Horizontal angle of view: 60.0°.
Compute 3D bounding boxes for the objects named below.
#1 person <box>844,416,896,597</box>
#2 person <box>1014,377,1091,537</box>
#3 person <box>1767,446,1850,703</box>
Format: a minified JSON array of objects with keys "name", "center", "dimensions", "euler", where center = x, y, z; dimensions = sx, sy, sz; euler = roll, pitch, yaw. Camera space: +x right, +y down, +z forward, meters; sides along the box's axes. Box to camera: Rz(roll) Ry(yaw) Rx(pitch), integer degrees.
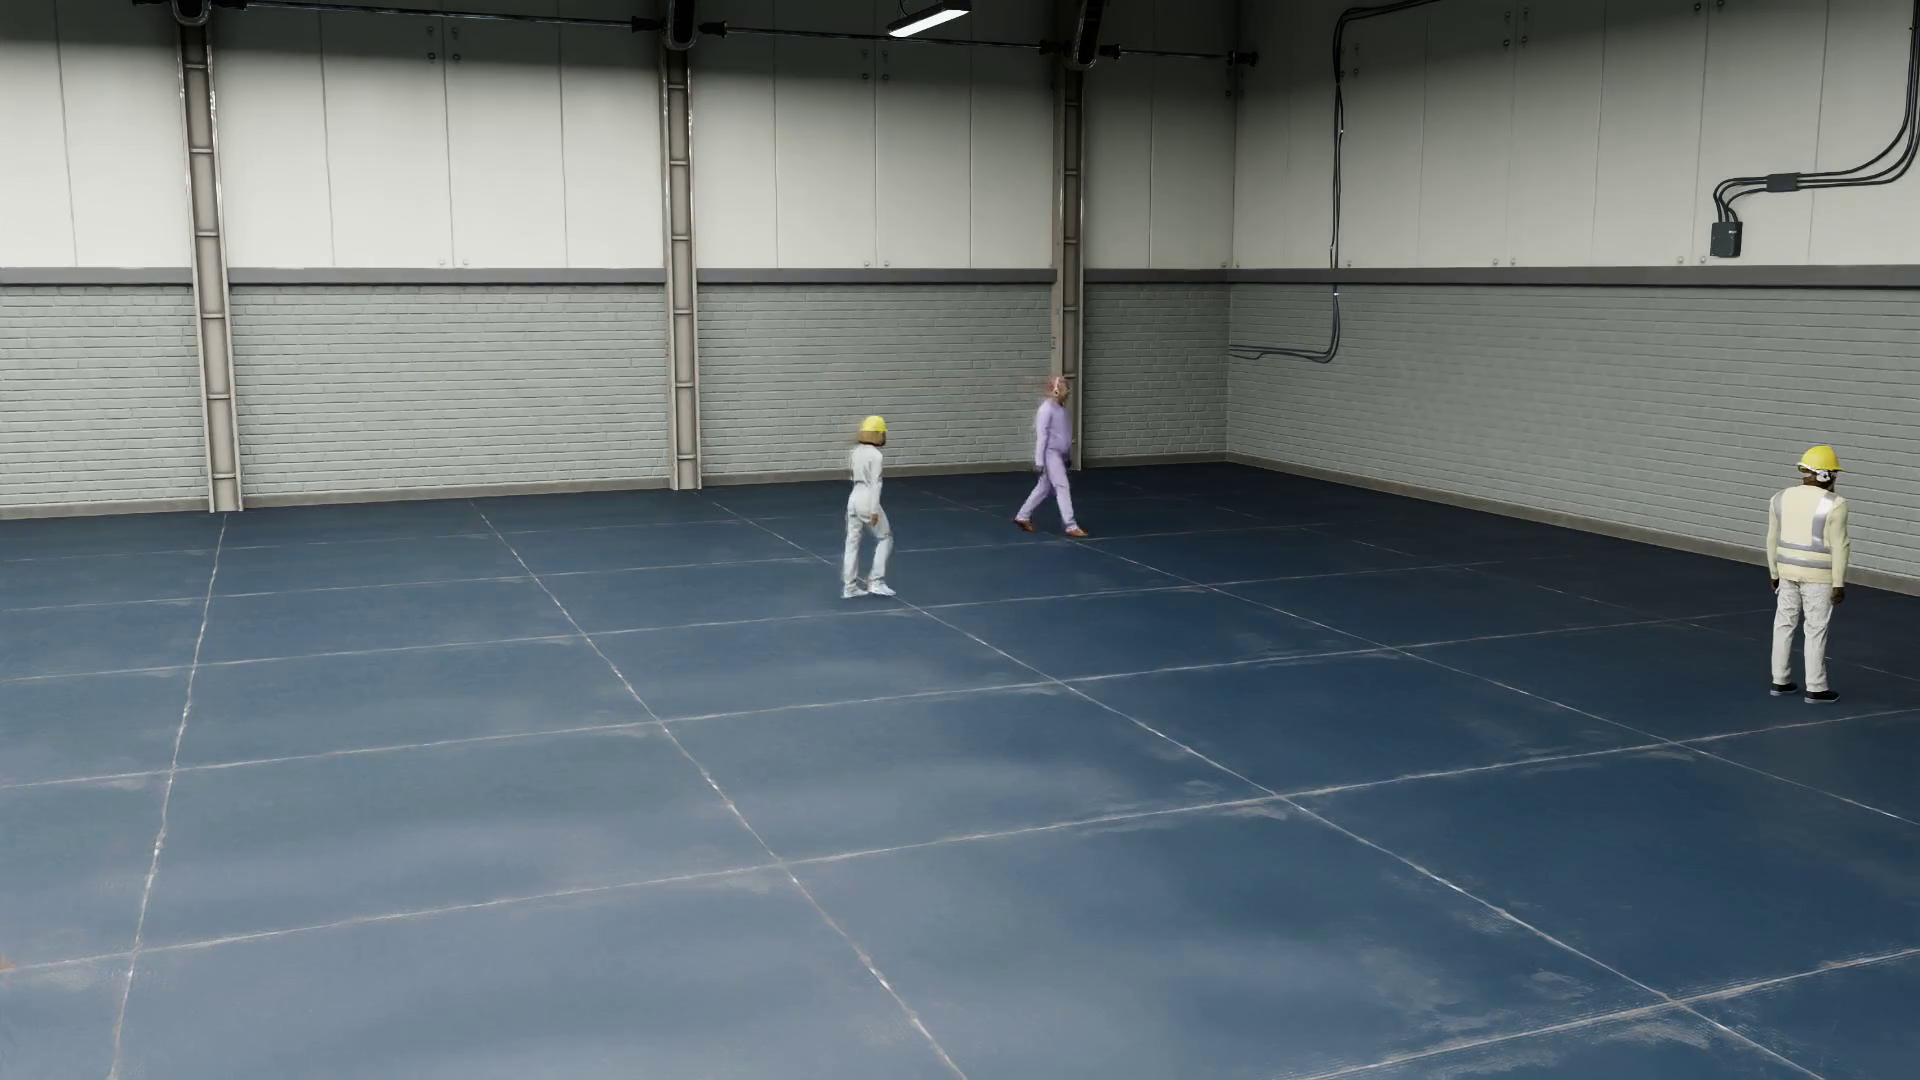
[{"name":"person","center":[-0.857,-0.308,15.673],"dimensions":[0.586,1.714,0.495],"euler":[-7,12,-39]},{"name":"person","center":[1.059,-0.977,19.439],"dimensions":[0.992,1.864,0.657],"euler":[4,10,21]},{"name":"person","center":[6.054,0.242,11.864],"dimensions":[0.404,1.828,0.592],"euler":[-5,10,-27]}]
